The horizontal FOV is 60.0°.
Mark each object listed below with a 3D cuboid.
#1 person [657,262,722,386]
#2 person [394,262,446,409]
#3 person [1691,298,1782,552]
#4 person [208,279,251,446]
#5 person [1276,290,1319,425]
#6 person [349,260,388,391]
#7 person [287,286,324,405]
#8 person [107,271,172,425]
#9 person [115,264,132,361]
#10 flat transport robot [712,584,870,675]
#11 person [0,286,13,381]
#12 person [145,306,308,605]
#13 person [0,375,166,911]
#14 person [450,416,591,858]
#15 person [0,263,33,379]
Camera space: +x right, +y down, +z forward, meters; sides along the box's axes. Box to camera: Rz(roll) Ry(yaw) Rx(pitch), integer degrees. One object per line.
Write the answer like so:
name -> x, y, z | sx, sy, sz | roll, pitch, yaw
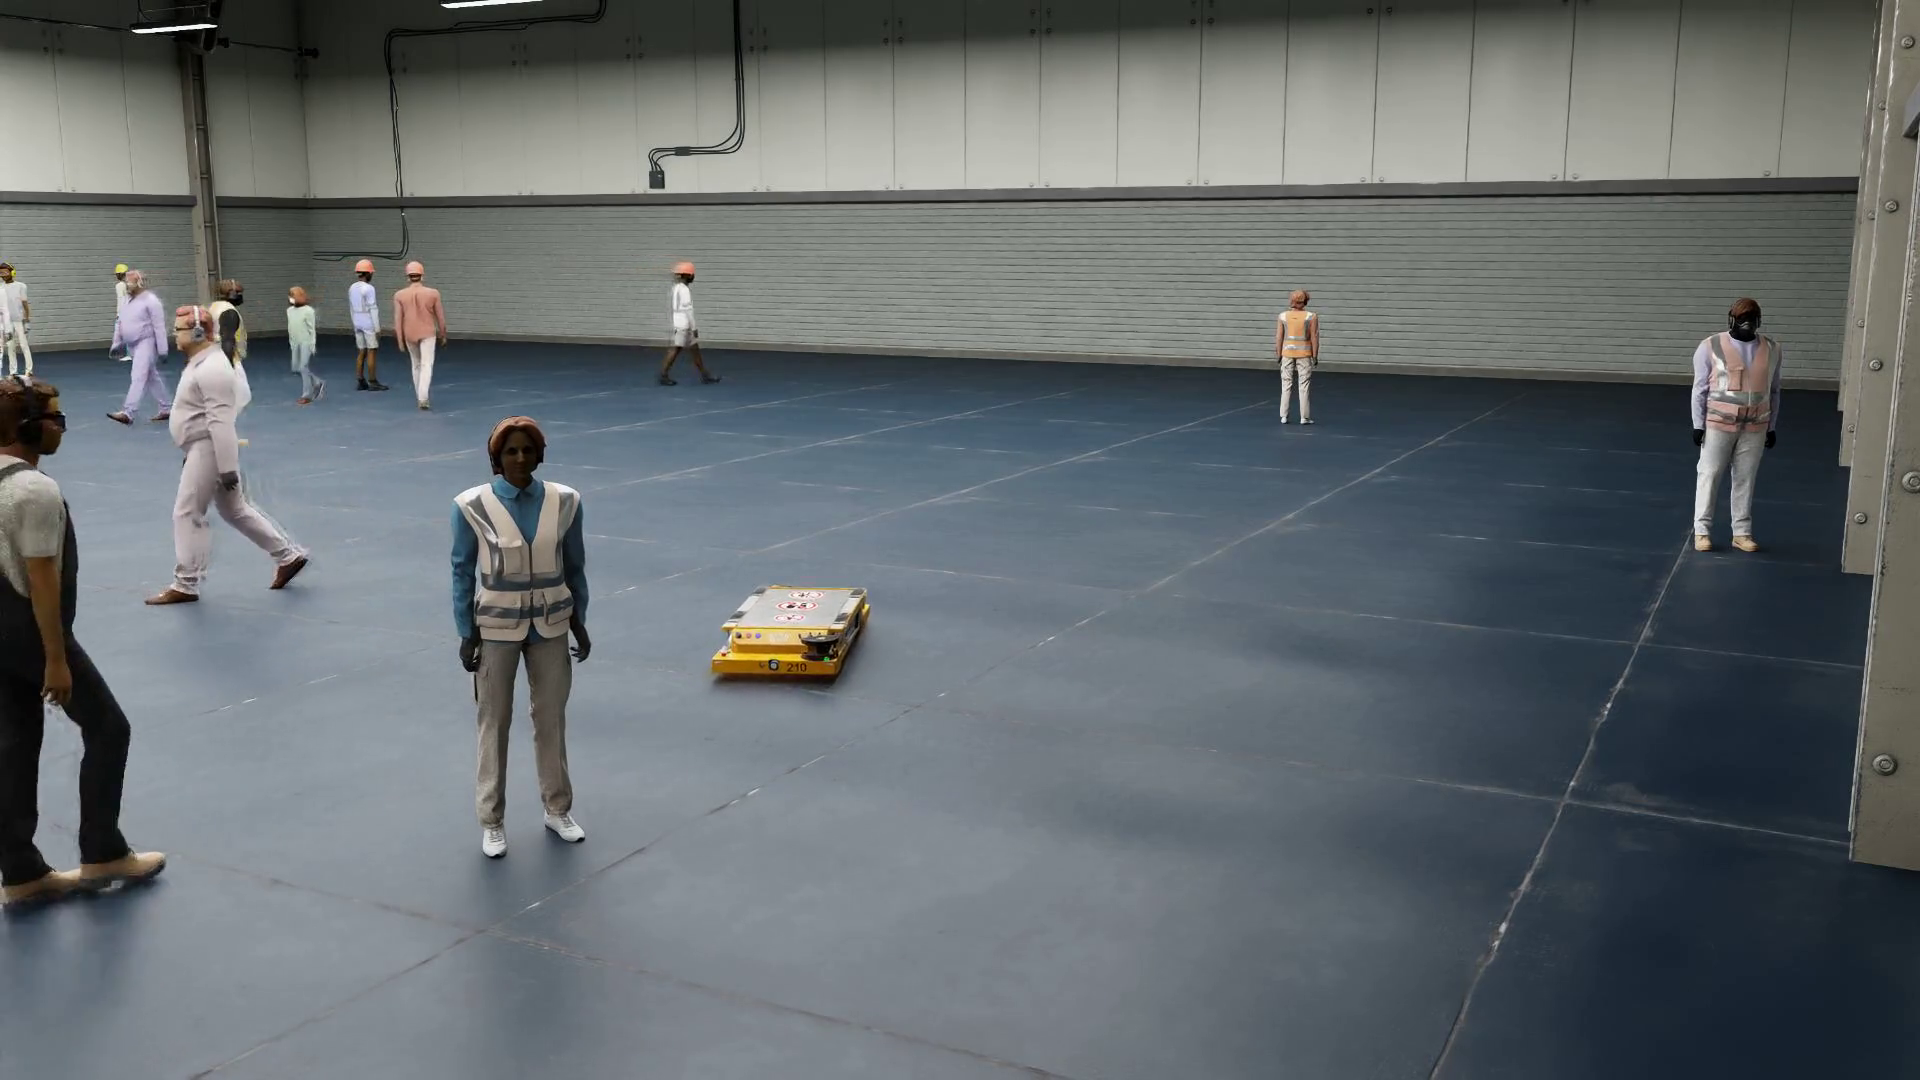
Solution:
person -> -4.200, -3.302, 25.489 | 1.014, 1.883, 0.567 | -3, 11, -15
person -> -7.214, -2.734, 22.208 | 0.612, 1.956, 0.989 | -1, 10, -4
person -> 5.649, -0.830, 12.116 | 0.627, 1.844, 0.429 | 1, 10, 3
person -> -7.965, -1.912, 18.087 | 0.463, 1.818, 0.641 | -9, 14, -40
person -> 4.100, -2.217, 20.233 | 0.523, 1.638, 0.310 | 5, 12, 26
person -> -8.767, -3.172, 24.630 | 0.551, 1.933, 0.375 | 8, 13, 36
person -> -8.933, -2.663, 22.731 | 0.498, 1.617, 0.502 | 6, 12, 28
person -> -10.104, -2.350, 20.371 | 0.647, 1.856, 0.994 | 7, 12, 33
person -> -15.314, -4.176, 30.566 | 0.310, 1.770, 0.522 | 1, 10, 7
flat transport robot -> -0.912, 0.476, 9.276 | 0.652, 0.197, 1.431 | 1, 10, 4
person -> -14.199, -3.080, 24.306 | 0.581, 1.868, 0.476 | -3, 11, -15
person -> -4.676, -0.549, 10.522 | 0.917, 1.872, 0.642 | -5, 11, -23
person -> -3.084, 0.345, 5.746 | 0.550, 1.825, 0.661 | 7, 13, 35
person -> -1.636, 0.351, 6.226 | 0.511, 1.641, 0.308 | -6, 12, -31
person -> -15.024, -3.456, 26.396 | 0.506, 1.861, 0.311 | 0, 10, -2
